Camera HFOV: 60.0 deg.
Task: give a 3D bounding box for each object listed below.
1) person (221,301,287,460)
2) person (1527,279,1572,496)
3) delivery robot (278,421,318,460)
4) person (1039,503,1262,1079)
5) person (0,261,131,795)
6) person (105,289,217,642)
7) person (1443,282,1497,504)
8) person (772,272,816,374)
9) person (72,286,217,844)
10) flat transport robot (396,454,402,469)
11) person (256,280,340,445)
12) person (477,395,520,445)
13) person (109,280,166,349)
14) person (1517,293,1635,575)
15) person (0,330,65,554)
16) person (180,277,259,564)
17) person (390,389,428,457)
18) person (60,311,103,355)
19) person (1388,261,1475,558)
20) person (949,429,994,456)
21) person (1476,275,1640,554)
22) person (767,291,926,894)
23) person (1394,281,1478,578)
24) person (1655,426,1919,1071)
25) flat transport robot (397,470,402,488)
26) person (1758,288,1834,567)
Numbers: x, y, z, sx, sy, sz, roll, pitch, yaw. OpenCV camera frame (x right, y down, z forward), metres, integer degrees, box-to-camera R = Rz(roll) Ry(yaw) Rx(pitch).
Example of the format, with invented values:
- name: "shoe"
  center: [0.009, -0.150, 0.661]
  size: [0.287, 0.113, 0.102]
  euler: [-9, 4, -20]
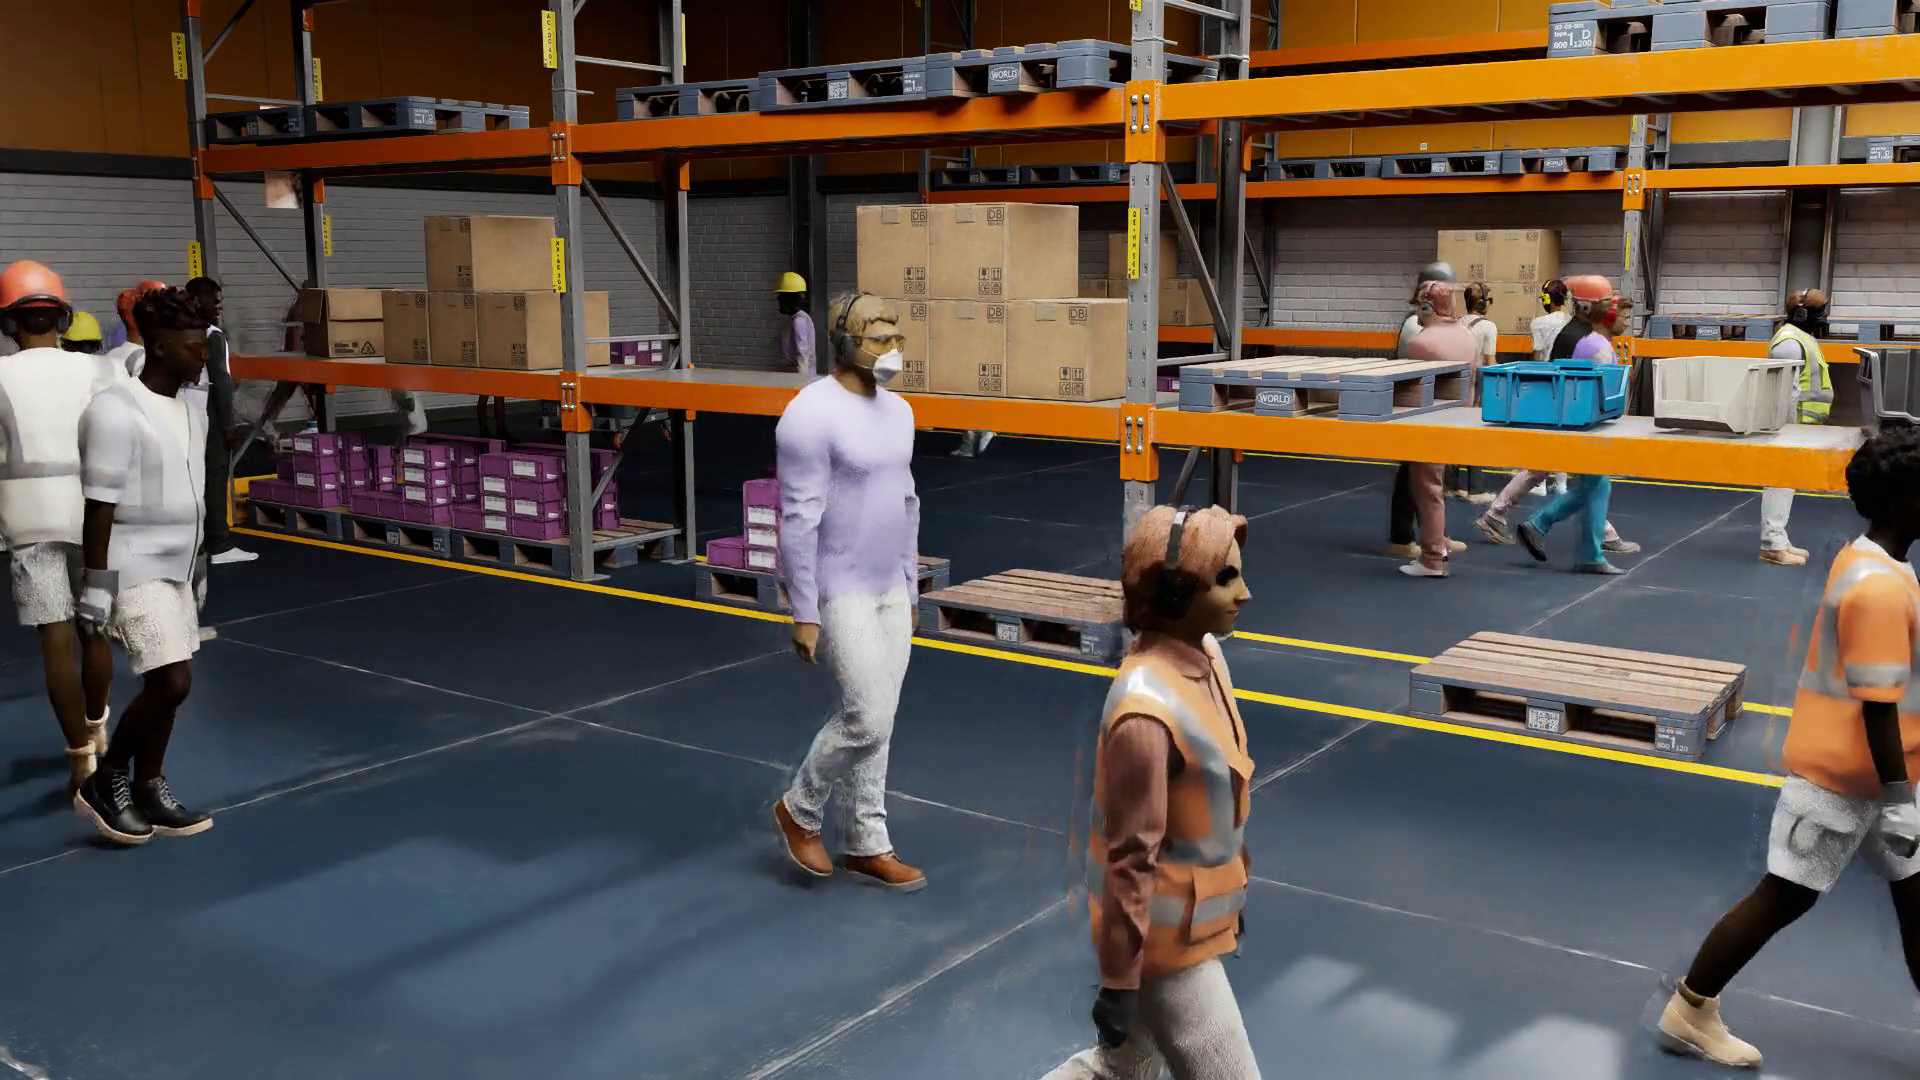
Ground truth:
- name: "person"
  center: [-7.246, -1.687, 16.539]
  size: [0.638, 1.906, 0.946]
  euler: [8, 12, 38]
- name: "person"
  center: [5.101, -1.312, 14.380]
  size: [0.508, 1.865, 0.328]
  euler: [-3, 10, -18]
- name: "delivery robot"
  center: [-5.897, -0.845, 15.208]
  size: [0.477, 0.478, 0.707]
  euler: [2, 10, 13]
- name: "person"
  center: [0.315, 0.713, 3.084]
  size: [0.786, 1.606, 0.507]
  euler: [2, 10, 13]
- name: "person"
  center: [-3.486, -0.049, 6.404]
  size: [0.649, 2.008, 0.957]
  euler: [-7, 12, -37]
- name: "person"
  center: [-4.259, -0.369, 8.732]
  size: [0.603, 1.883, 0.414]
  euler: [9, 13, 44]
- name: "person"
  center: [4.288, -1.226, 13.920]
  size: [0.339, 1.845, 0.514]
  euler: [-6, 11, -32]
- name: "person"
  center: [-1.390, -1.282, 14.009]
  size: [0.370, 1.927, 0.588]
  euler: [-1, 10, -9]
- name: "person"
  center: [-2.761, 0.102, 5.741]
  size: [0.468, 1.936, 0.639]
  euler: [0, 10, 3]
- name: "flat transport robot"
  center: [-5.117, -0.637, 15.091]
  size: [0.652, 0.197, 1.431]
  euler: [-3, 10, -16]
- name: "person"
  center: [-7.233, -1.927, 18.199]
  size: [1.052, 1.833, 0.698]
  euler: [-5, 11, -28]
- name: "person"
  center: [-5.133, -2.001, 18.264]
  size: [0.542, 1.939, 0.359]
  euler: [5, 11, 28]
- name: "person"
  center: [-6.612, -1.134, 13.334]
  size: [0.671, 1.869, 0.984]
  euler: [3, 10, 17]
- name: "person"
  center: [4.020, -0.688, 10.803]
  size: [0.625, 1.819, 0.622]
  euler: [3, 10, 16]
- name: "person"
  center: [-6.500, -0.866, 11.775]
  size: [0.631, 1.853, 0.964]
  euler: [0, 10, 0]
- name: "person"
  center: [-5.070, -0.795, 11.156]
  size: [0.587, 1.915, 0.393]
  euler: [7, 12, 35]
- name: "person"
  center: [-5.046, -1.322, 15.146]
  size: [0.402, 1.625, 0.552]
  euler: [-2, 10, -14]
- name: "person"
  center: [-5.034, -0.451, 9.644]
  size: [0.549, 1.718, 0.883]
  euler: [-7, 12, -37]
- name: "person"
  center: [3.249, -0.901, 11.406]
  size: [0.535, 2.000, 0.687]
  euler: [3, 10, 20]
- name: "person"
  center: [0.121, -1.697, 17.079]
  size: [0.504, 1.730, 0.490]
  euler: [6, 11, 32]
- name: "person"
  center: [4.185, -0.874, 11.617]
  size: [1.065, 1.945, 0.606]
  euler: [3, 10, 17]
- name: "person"
  center: [-0.316, 0.183, 5.277]
  size: [0.442, 1.929, 0.649]
  euler: [5, 11, 29]
- name: "person"
  center: [2.963, -0.704, 10.657]
  size: [0.671, 1.892, 0.508]
  euler: [-9, 13, -43]
- name: "person"
  center: [2.181, 0.544, 4.001]
  size: [0.920, 1.641, 0.536]
  euler: [6, 11, 32]
- name: "flat transport robot"
  center: [-4.539, -0.486, 14.195]
  size: [1.431, 0.197, 0.652]
  euler: [-3, 10, -17]
- name: "person"
  center: [5.587, -0.755, 11.130]
  size: [0.429, 1.841, 0.634]
  euler: [6, 11, 32]
